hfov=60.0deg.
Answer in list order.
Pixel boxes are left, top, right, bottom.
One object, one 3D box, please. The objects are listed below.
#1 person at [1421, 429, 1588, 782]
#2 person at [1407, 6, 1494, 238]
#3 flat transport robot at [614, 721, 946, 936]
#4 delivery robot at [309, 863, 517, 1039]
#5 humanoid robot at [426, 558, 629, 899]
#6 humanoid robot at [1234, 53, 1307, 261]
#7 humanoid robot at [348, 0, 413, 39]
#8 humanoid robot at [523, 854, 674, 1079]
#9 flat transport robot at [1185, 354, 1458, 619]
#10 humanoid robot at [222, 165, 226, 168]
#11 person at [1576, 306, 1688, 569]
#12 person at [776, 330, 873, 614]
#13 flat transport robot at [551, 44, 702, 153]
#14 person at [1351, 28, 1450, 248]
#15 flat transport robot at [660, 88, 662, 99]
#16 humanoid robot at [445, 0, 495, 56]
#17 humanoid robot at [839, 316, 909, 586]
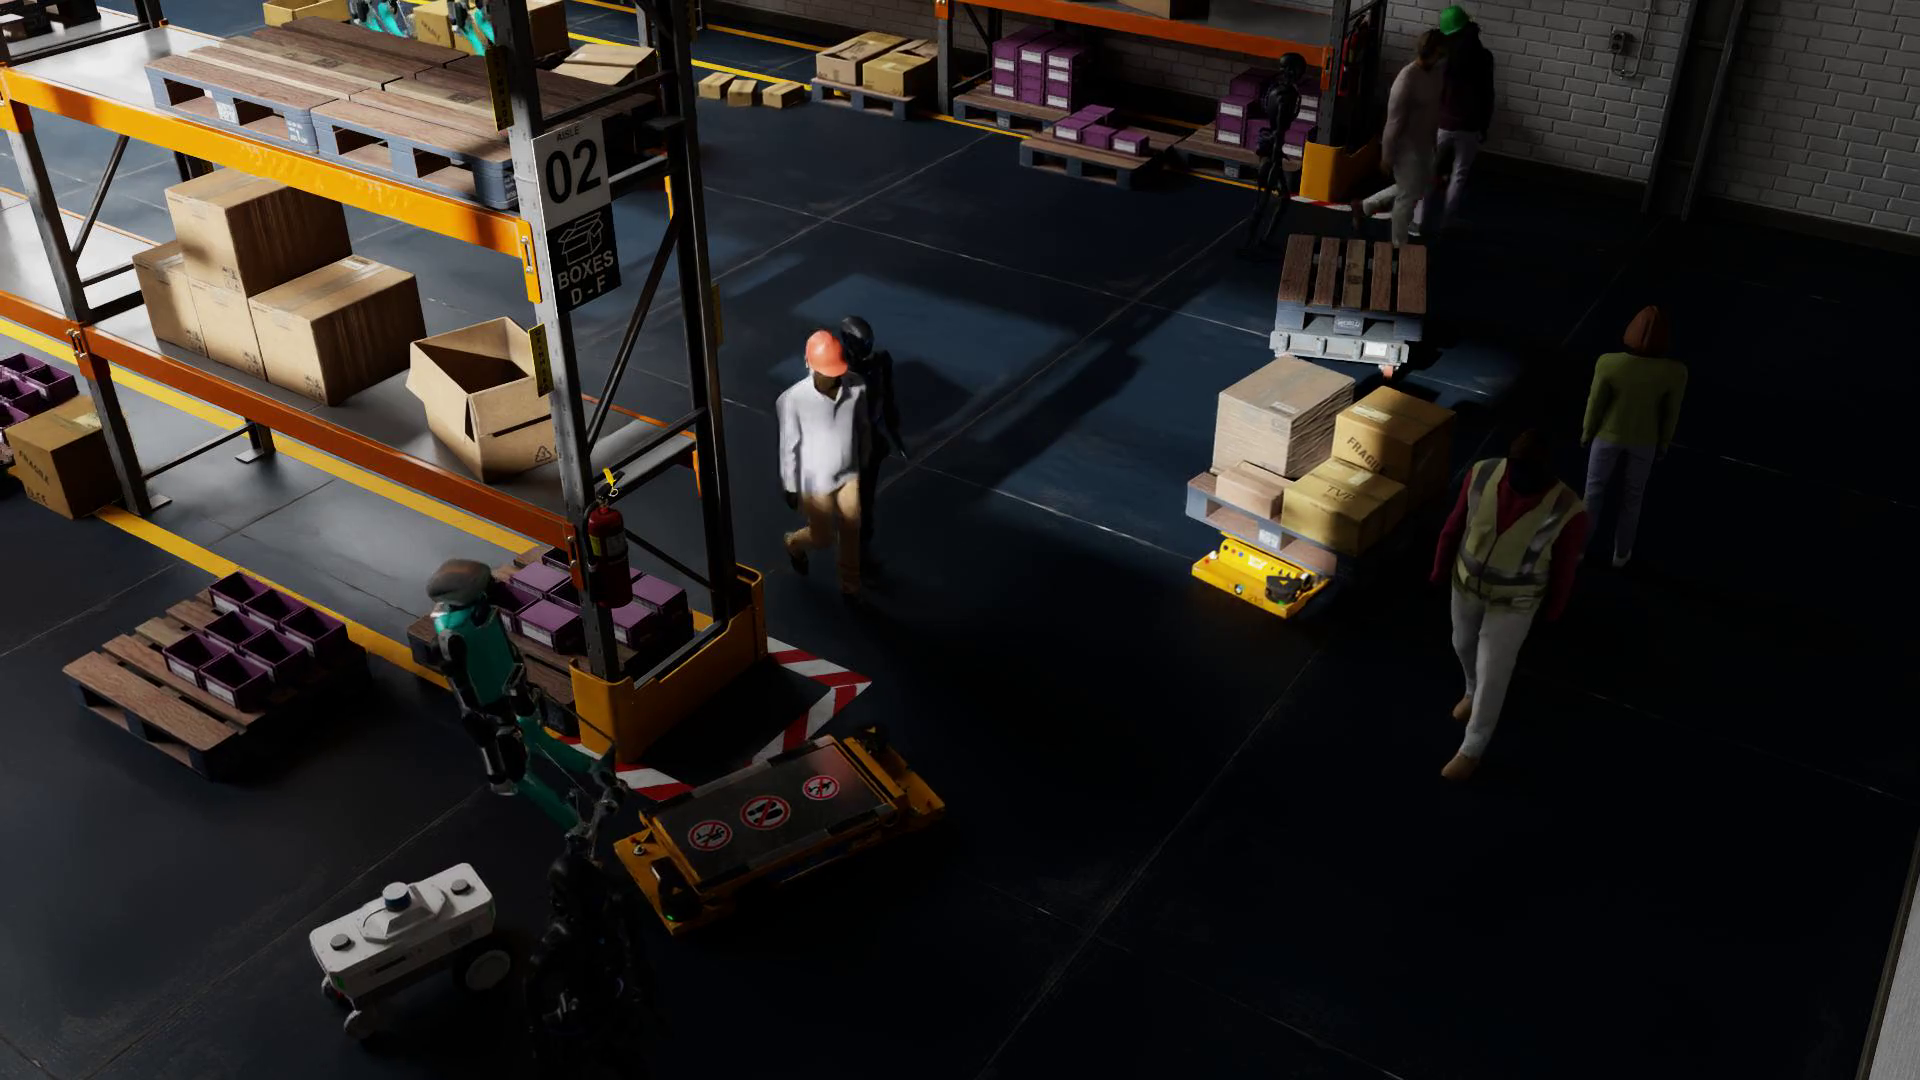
[{"bbox_3d":[2.607,0.253,8.064,0.732,1.813,0.635,-27,42,-35],"label":"person"},{"bbox_3d":[3.990,-3.366,13.562,0.632,1.902,0.376,11,35,16],"label":"person"},{"bbox_3d":[-0.840,1.329,7.831,1.431,0.231,0.659,-20,38,-27],"label":"flat transport robot"},{"bbox_3d":[-2.308,1.693,7.026,0.811,0.613,0.499,-23,39,-31],"label":"delivery robot"},{"bbox_3d":[-1.771,0.896,7.204,0.795,1.827,0.530,2,33,3],"label":"humanoid robot"},{"bbox_3d":[2.483,-3.080,13.321,0.426,1.637,0.616,6,33,9],"label":"humanoid robot"},{"bbox_3d":[-5.763,-5.272,16.654,0.698,1.808,0.540,25,40,33],"label":"humanoid robot"},{"bbox_3d":[-1.266,1.779,5.875,0.706,1.634,0.588,20,38,27],"label":"humanoid robot"},{"bbox_3d":[2.071,-0.024,9.910,0.659,0.231,1.431,27,42,35],"label":"flat transport robot"},{"bbox_3d":[-4.840,-2.252,12.022,1.061,1.752,0.561,6,33,9],"label":"humanoid robot"},{"bbox_3d":[3.799,-0.574,9.499,0.499,1.636,0.288,10,34,14],"label":"person"},{"bbox_3d":[-0.751,-0.405,9.152,0.574,1.731,0.546,-23,39,-31],"label":"person"},{"bbox_3d":[-3.187,-3.606,15.415,1.431,0.231,0.659,7,34,10],"label":"flat transport robot"},{"bbox_3d":[3.487,-3.125,13.167,0.725,1.909,0.638,25,40,33],"label":"person"},{"bbox_3d":[-3.524,-4.618,16.972,0.659,0.231,1.431,-21,39,-29],"label":"flat transport robot"},{"bbox_3d":[-4.707,-5.159,16.465,0.814,1.779,0.557,22,39,30],"label":"humanoid robot"},{"bbox_3d":[-0.545,-0.524,9.394,0.432,1.644,0.591,26,41,34],"label":"humanoid robot"}]
